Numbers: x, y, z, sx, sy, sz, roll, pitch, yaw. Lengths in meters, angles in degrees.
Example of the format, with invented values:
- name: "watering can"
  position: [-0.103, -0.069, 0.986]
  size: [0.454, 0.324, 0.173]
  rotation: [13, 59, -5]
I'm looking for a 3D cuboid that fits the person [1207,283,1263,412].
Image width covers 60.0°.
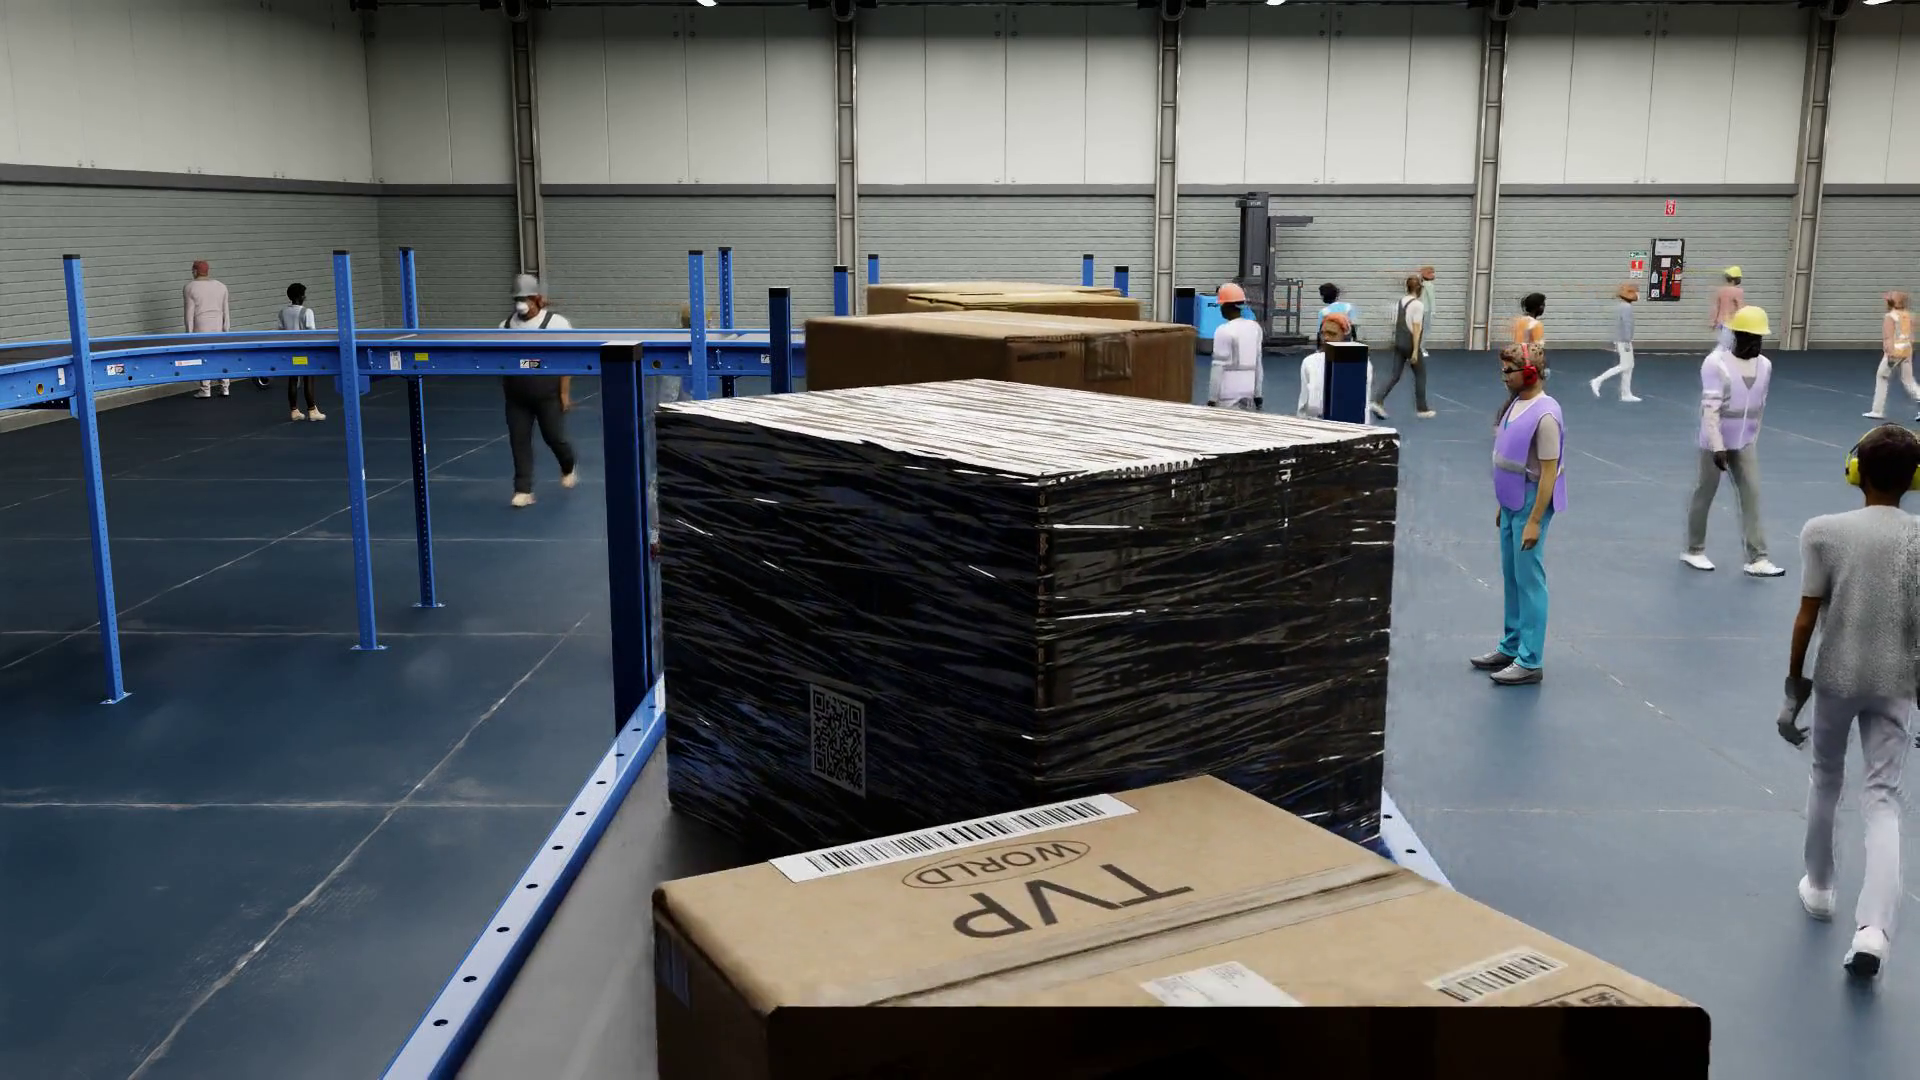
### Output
- name: "person"
  position: [2.424, -1.327, 14.860]
  size: [0.574, 1.915, 0.486]
  rotation: [-9, 14, -39]

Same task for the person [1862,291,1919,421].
- name: "person"
  position: [11.680, -2.277, 20.568]
  size: [0.535, 1.603, 0.749]
  rotation: [-6, 12, -27]

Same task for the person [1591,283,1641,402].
- name: "person"
  position: [9.008, -2.700, 22.685]
  size: [0.585, 1.616, 0.510]
  rotation: [5, 12, 23]

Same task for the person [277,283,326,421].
- name: "person"
  position: [-8.149, -2.320, 20.544]
  size: [0.533, 1.693, 0.319]
  rotation: [3, 12, 17]

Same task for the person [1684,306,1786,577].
- name: "person"
  position: [5.435, -0.672, 11.583]
  size: [0.600, 1.882, 0.939]
  rotation: [-3, 11, -13]

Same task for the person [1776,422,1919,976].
- name: "person"
  position: [3.086, 0.517, 5.659]
  size: [0.532, 1.825, 0.939]
  rotation: [5, 12, 24]

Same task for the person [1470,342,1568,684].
- name: "person"
  position: [3.067, -0.149, 9.016]
  size: [0.388, 1.837, 0.564]
  rotation: [0, 11, 1]

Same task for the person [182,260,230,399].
- name: "person"
  position: [-10.481, -2.926, 23.115]
  size: [0.405, 1.904, 0.653]
  rotation: [8, 14, 35]

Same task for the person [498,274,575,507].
- name: "person"
  position: [-3.725, -1.330, 14.673]
  size: [0.682, 2.000, 0.817]
  rotation: [1, 11, 6]

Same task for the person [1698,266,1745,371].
- name: "person"
  position: [11.977, -3.413, 26.057]
  size: [0.819, 1.734, 0.521]
  rotation: [-2, 11, -8]

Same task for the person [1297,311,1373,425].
- name: "person"
  position: [2.644, -0.682, 11.718]
  size: [0.781, 1.861, 0.578]
  rotation: [-10, 15, -42]

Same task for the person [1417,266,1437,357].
- name: "person"
  position: [8.407, -4.109, 29.920]
  size: [0.484, 1.616, 0.534]
  rotation: [-3, 11, -14]

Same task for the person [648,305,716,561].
- name: "person"
  position: [-1.970, -0.784, 12.151]
  size: [0.945, 1.883, 0.655]
  rotation: [0, 11, 2]

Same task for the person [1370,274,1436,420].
- name: "person"
  position: [5.518, -2.394, 20.674]
  size: [0.936, 1.805, 0.511]
  rotation: [-5, 12, -26]

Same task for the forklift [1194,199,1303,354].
- name: "forklift"
  position: [5.313, -4.851, 30.603]
  size: [1.873, 2.768, 1.129]
  rotation: [0, 11, 1]

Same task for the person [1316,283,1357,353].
- name: "person"
  position: [4.852, -2.513, 21.613]
  size: [0.587, 1.650, 0.678]
  rotation: [-8, 13, -34]

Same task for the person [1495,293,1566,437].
- name: "person"
  position: [6.483, -1.960, 18.790]
  size: [0.877, 1.643, 0.550]
  rotation: [0, 11, -2]
